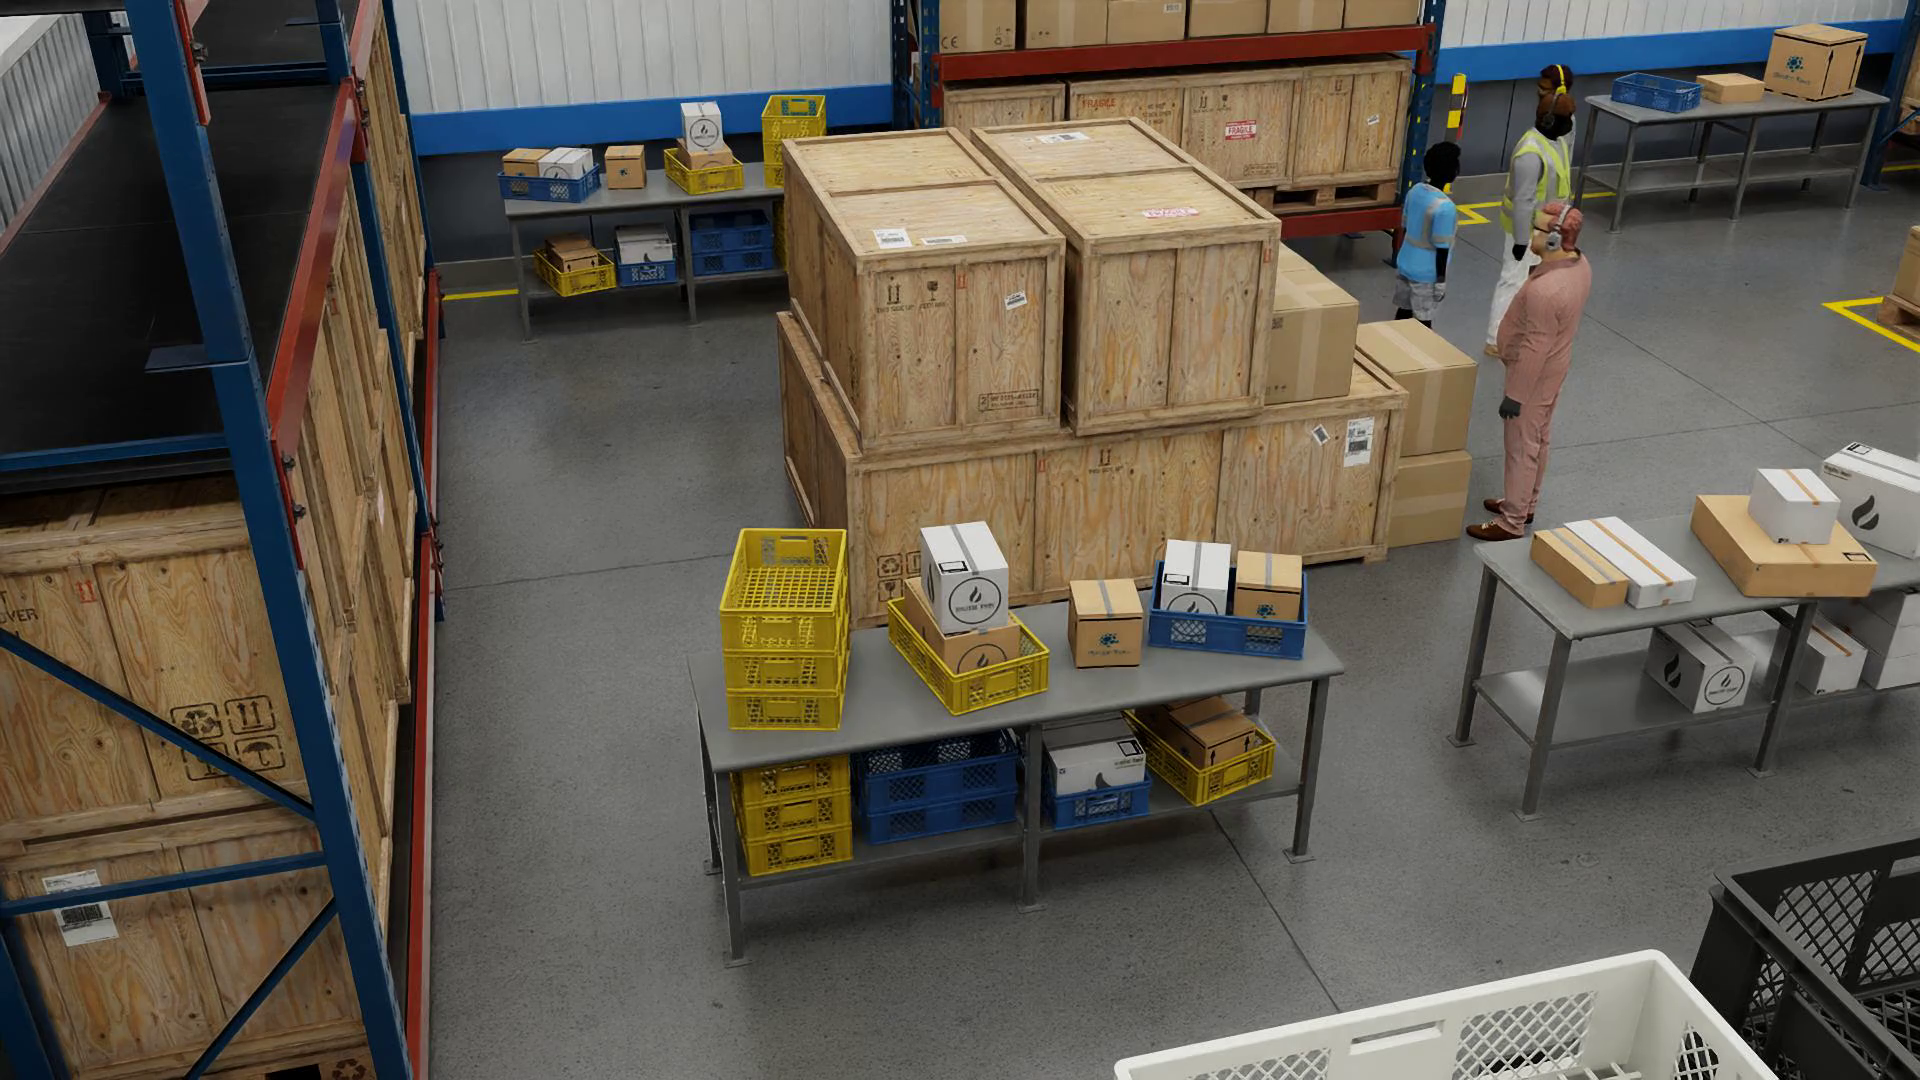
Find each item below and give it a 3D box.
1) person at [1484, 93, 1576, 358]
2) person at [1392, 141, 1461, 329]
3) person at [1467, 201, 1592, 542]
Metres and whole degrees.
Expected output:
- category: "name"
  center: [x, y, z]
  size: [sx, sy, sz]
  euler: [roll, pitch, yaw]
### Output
- category: "person"
  center: [3.911, -2.136, 11.364]
  size: [0.430, 1.836, 0.619]
  euler: [17, 33, 28]
- category: "person"
  center: [3.001, -1.735, 10.767]
  size: [0.322, 1.696, 0.536]
  euler: [-6, 29, -10]
- category: "person"
  center: [3.082, -0.895, 9.050]
  size: [0.427, 1.904, 0.668]
  euler: [17, 33, 28]
